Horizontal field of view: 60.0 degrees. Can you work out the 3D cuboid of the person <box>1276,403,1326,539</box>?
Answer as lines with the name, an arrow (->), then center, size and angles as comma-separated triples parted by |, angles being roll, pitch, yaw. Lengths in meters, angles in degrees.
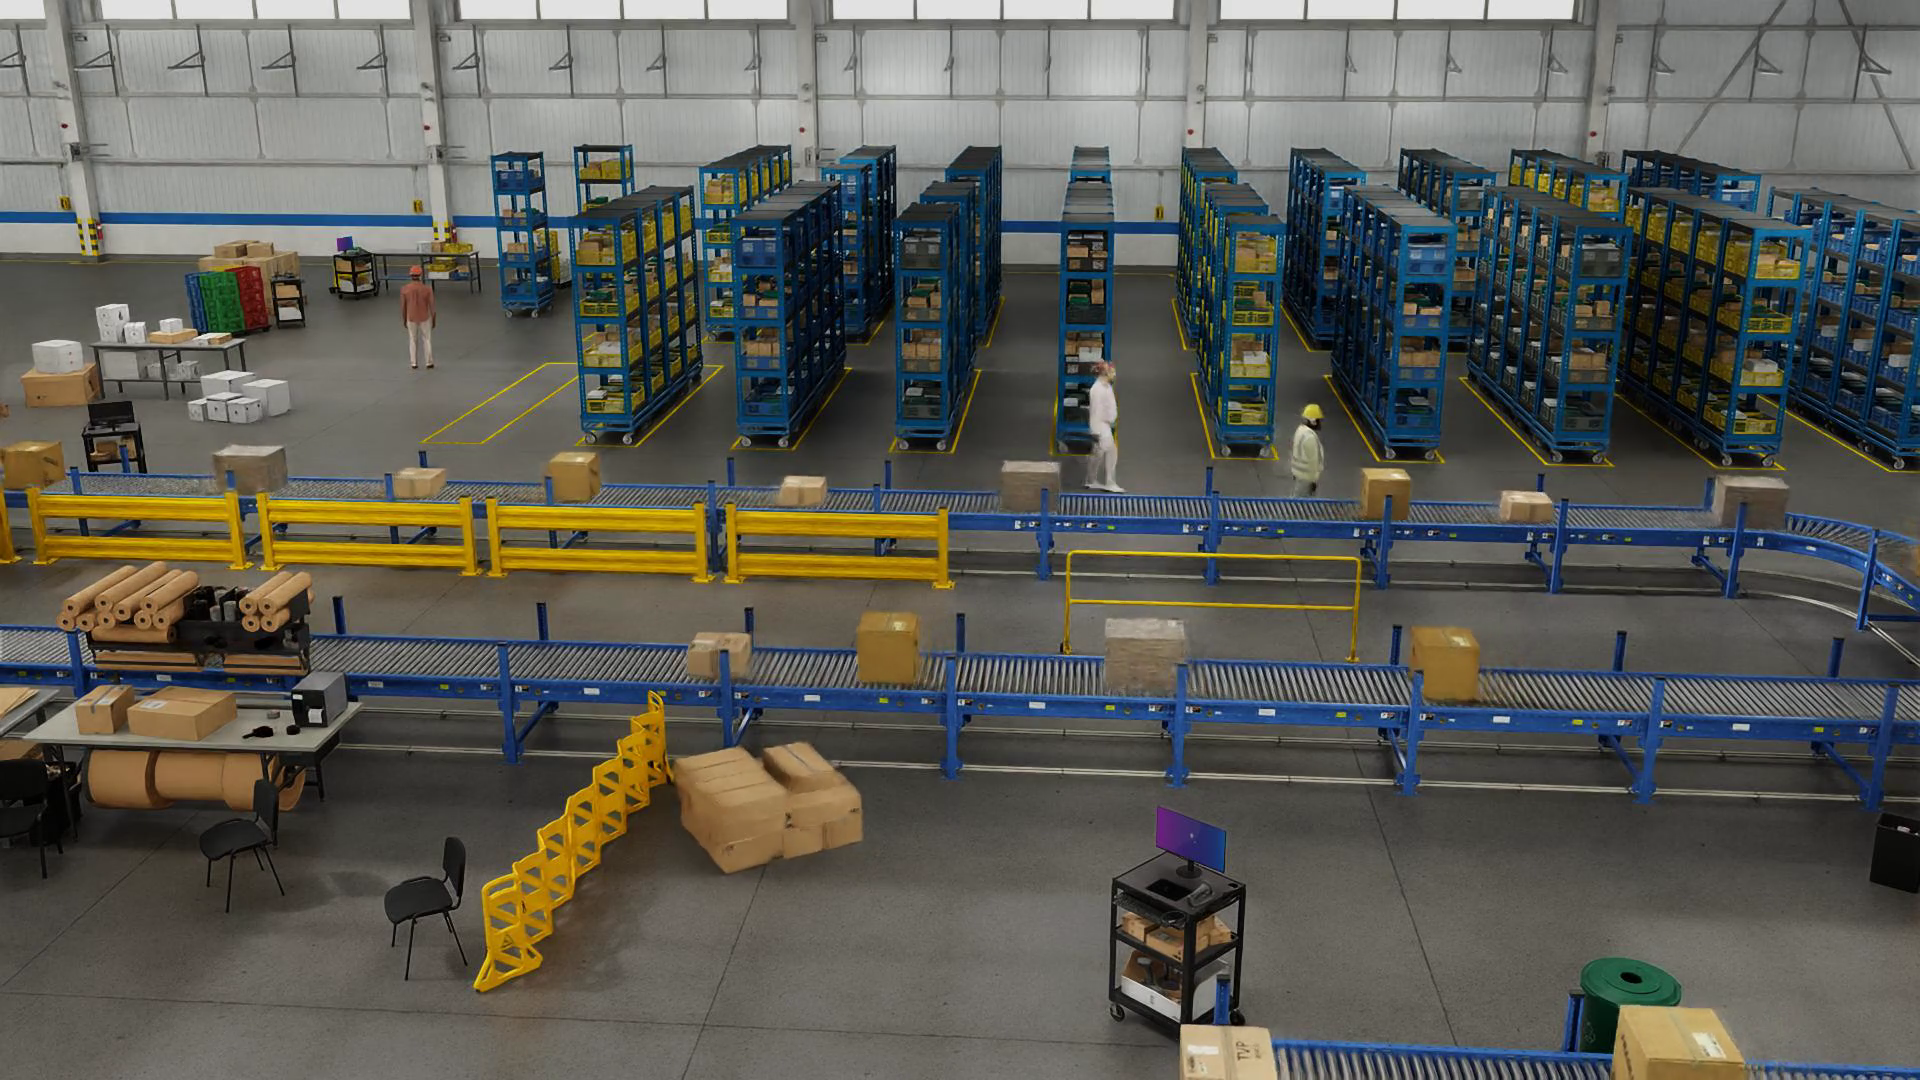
person -> 4.399, -0.882, 21.430 | 0.882, 1.801, 0.606 | 1, 18, 2

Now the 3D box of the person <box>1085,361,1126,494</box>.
person -> 2.120, -1.594, 23.550 | 0.769, 1.877, 0.663 | 4, 18, 13

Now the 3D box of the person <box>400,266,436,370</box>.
person -> -10.324, -4.231, 31.754 | 0.623, 1.982, 0.416 | -4, 18, -12
